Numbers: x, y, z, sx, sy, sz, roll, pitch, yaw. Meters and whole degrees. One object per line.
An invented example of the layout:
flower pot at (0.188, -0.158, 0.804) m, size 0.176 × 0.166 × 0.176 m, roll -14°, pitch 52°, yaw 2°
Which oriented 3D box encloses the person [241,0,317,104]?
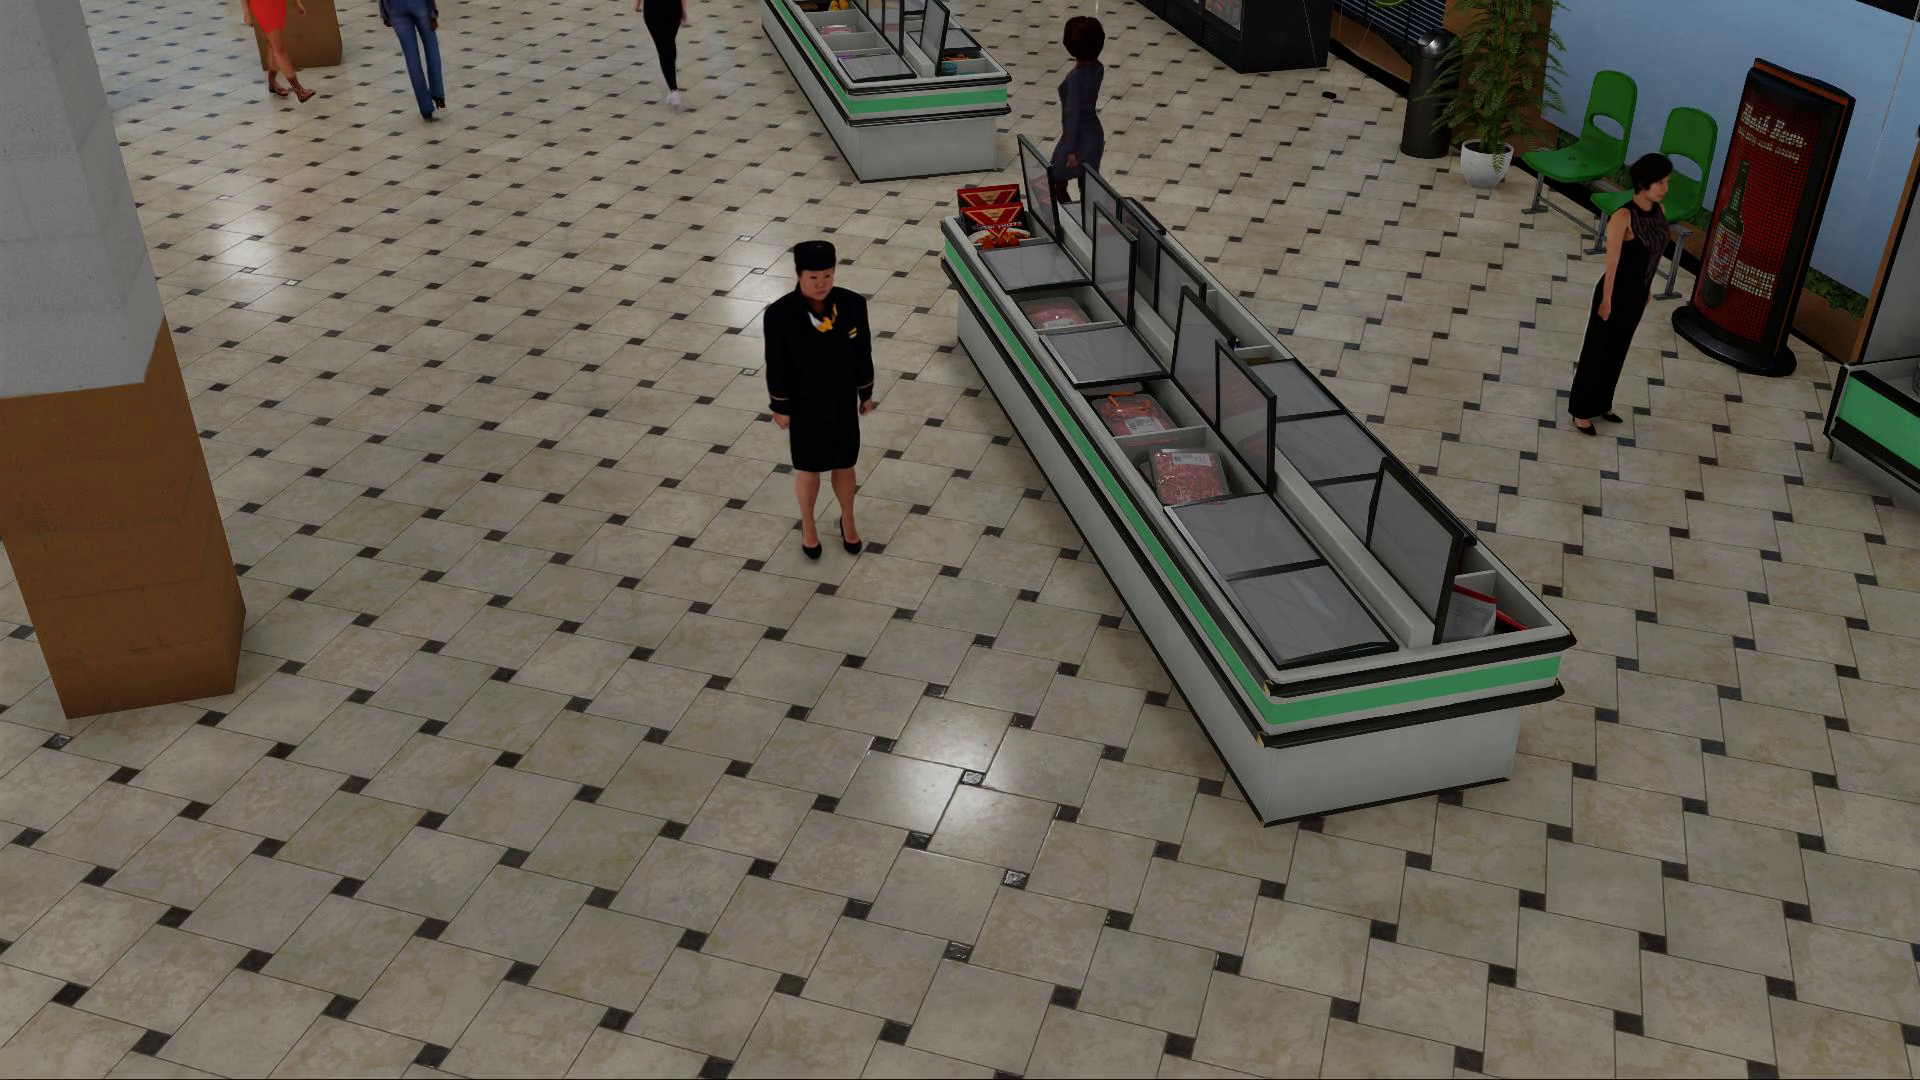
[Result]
person at (-6.068, -4.670, 14.484) m, size 1.119 × 1.682 × 1.008 m, roll 20°, pitch 37°, yaw 29°

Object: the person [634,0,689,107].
person at (-2.562, -4.550, 14.380) m, size 0.664 × 1.588 × 1.130 m, roll -11°, pitch 33°, yaw -16°

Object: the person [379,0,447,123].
person at (-4.594, -4.381, 13.929) m, size 0.634 × 1.778 × 0.701 m, roll -10°, pitch 33°, yaw -16°

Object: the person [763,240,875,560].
person at (-0.660, -0.675, 8.075) m, size 0.685 × 1.671 × 0.625 m, roll -10°, pitch 33°, yaw -16°

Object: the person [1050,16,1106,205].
person at (0.886, -2.635, 11.194) m, size 0.742 × 1.702 × 0.696 m, roll 24°, pitch 39°, yaw 33°

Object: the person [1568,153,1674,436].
person at (3.686, -1.374, 9.261) m, size 0.649 × 1.604 × 0.627 m, roll -21°, pitch 38°, yaw -30°
